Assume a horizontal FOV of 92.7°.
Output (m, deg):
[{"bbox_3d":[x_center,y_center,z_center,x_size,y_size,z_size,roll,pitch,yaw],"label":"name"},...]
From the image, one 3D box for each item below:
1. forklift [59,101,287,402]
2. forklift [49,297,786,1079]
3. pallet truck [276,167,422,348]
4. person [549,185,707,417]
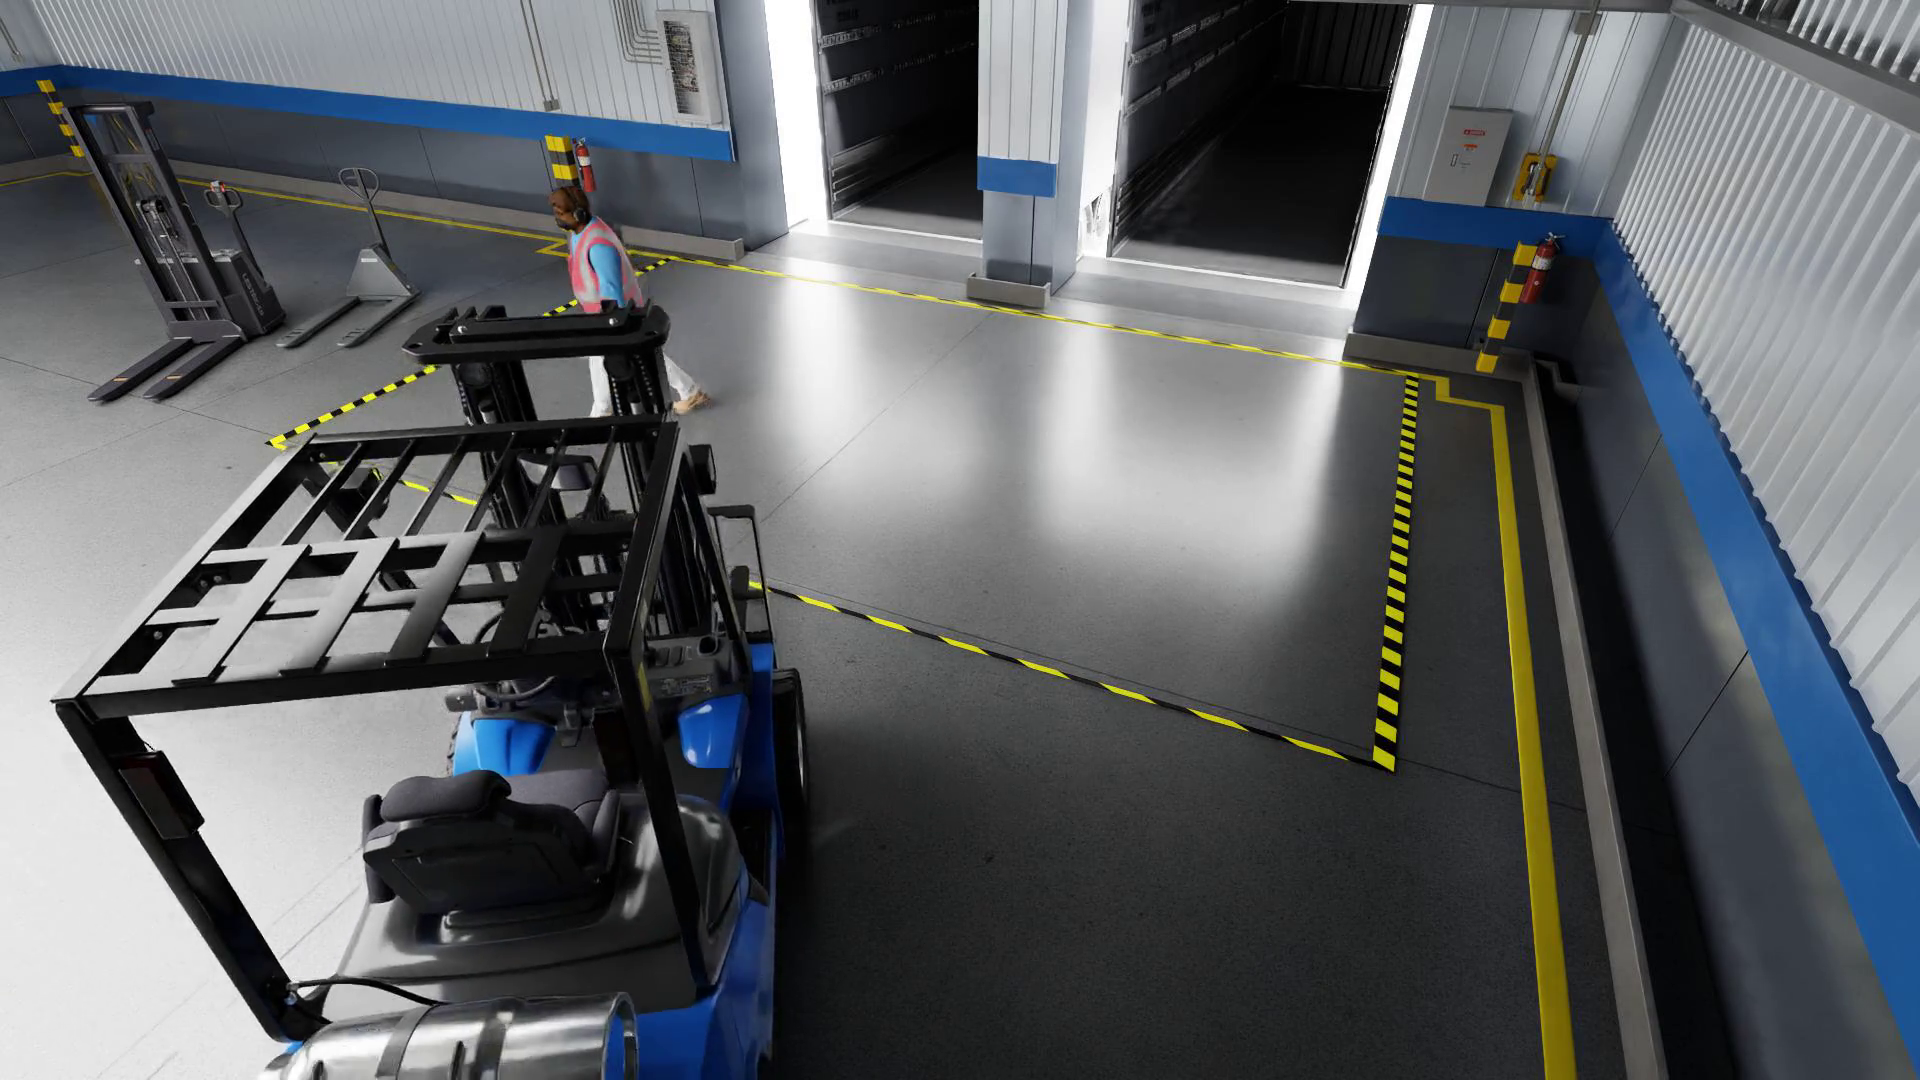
[{"bbox_3d":[-6.686,-2.387,7.434,0.823,1.965,1.885,-3,35,-5],"label":"forklift"},{"bbox_3d":[-1.211,0.691,2.721,1.157,2.036,2.680,-5,35,-7],"label":"forklift"},{"bbox_3d":[-5.732,-2.611,8.414,0.680,1.201,1.601,-1,35,-1],"label":"pallet truck"},{"bbox_3d":[-2.434,-1.646,6.573,0.977,1.779,0.646,-22,40,-28],"label":"person"}]
